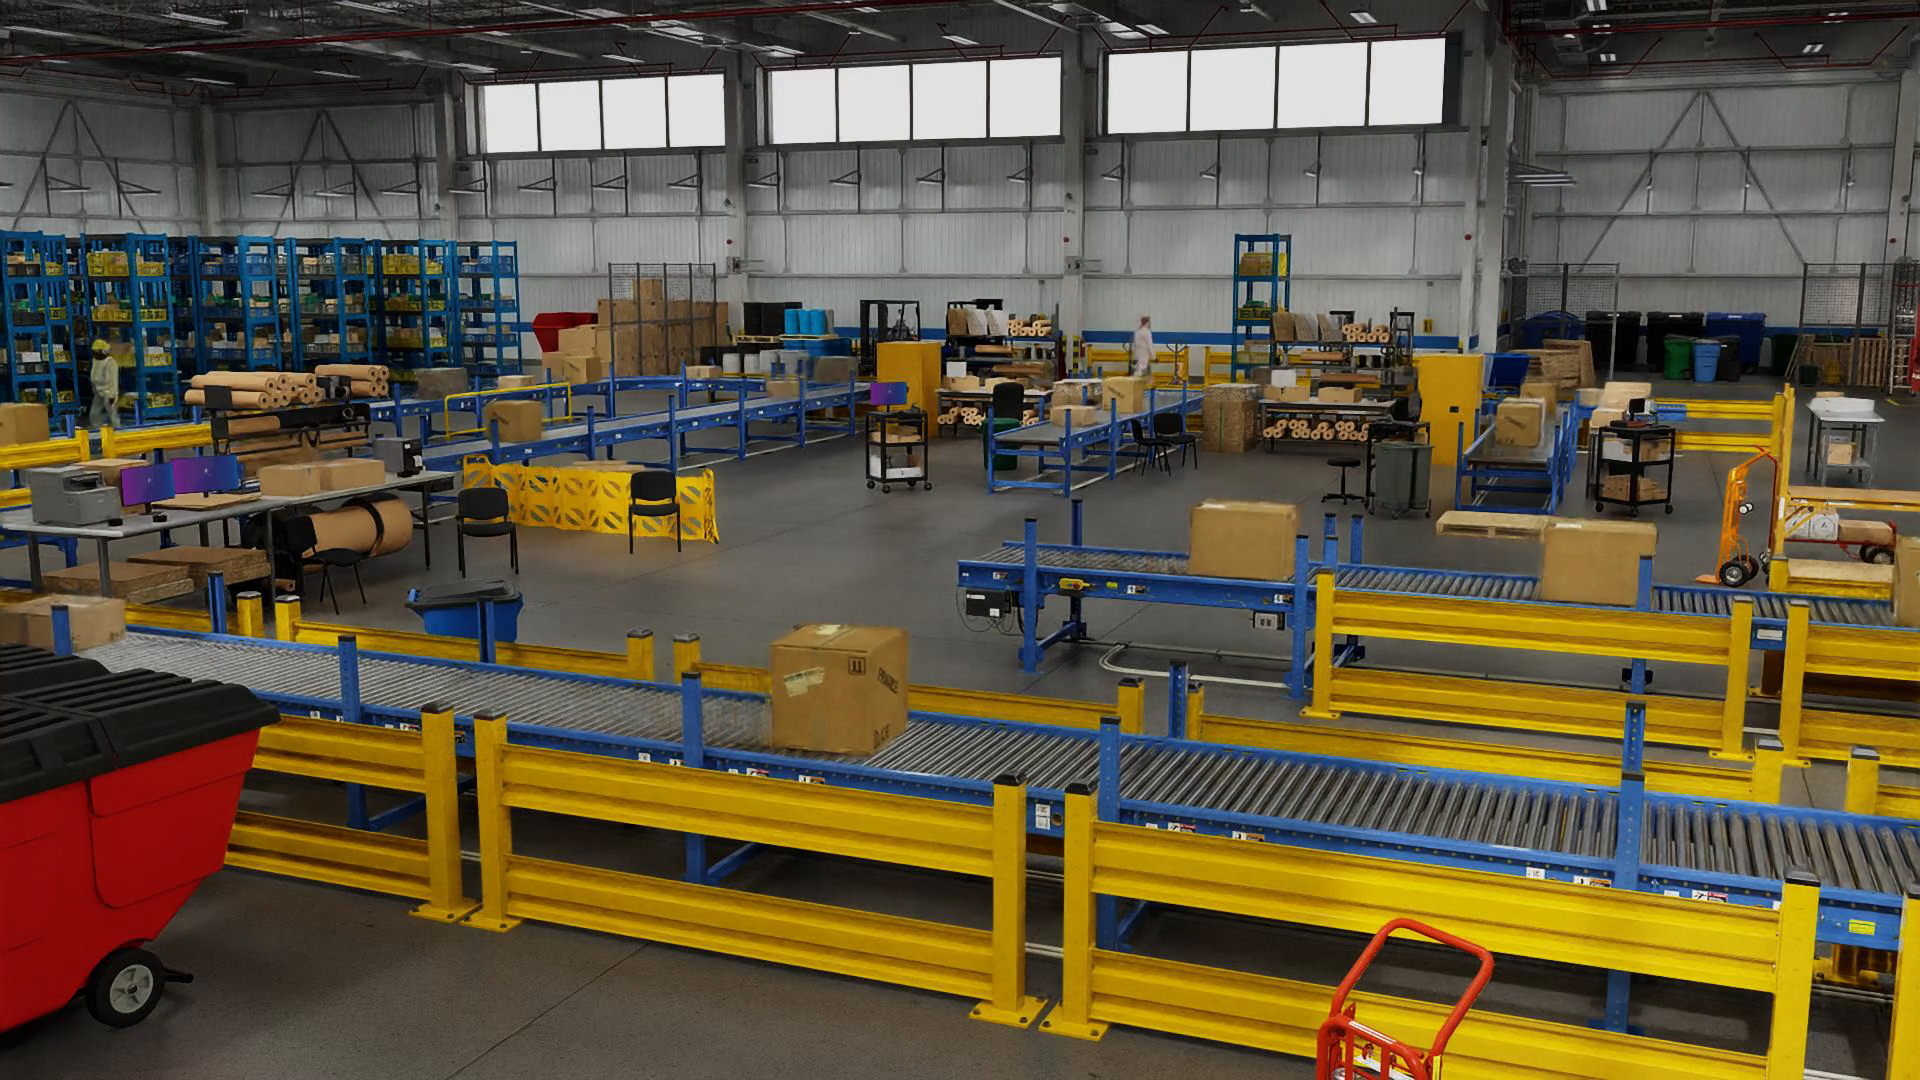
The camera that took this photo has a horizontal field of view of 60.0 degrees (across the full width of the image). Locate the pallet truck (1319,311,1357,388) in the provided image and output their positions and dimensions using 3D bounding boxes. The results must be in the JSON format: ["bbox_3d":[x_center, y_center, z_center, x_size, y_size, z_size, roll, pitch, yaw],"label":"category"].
[{"bbox_3d":[9.071,-4.419,39.190,0.823,1.965,1.885,5,10,26],"label":"pallet truck"}]

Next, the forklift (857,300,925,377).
[{"bbox_3d":[-1.732,-5.109,42.468,1.157,1.987,2.680,4,10,22],"label":"forklift"}]

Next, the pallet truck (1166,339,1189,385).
[{"bbox_3d":[5.418,-4.269,40.420,0.704,1.261,1.522,3,10,20],"label":"pallet truck"}]

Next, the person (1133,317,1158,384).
[{"bbox_3d":[4.288,-4.265,38.712,1.009,1.859,0.643,-2,10,-14],"label":"person"}]

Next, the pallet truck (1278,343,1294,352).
[{"bbox_3d":[7.886,-4.163,39.743,0.653,1.274,1.630,4,10,22],"label":"pallet truck"}]

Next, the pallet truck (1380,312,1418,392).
[{"bbox_3d":[10.207,-4.283,38.369,0.823,1.965,1.885,3,10,20],"label":"pallet truck"}]

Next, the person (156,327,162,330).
[{"bbox_3d":[-17.853,-3.988,37.097,0.571,1.831,0.408,-6,11,-34],"label":"person"}]

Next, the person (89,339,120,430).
[{"bbox_3d":[-14.281,-2.420,27.611,0.620,1.815,0.610,5,11,29],"label":"person"}]

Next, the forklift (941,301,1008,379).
[{"bbox_3d":[0.365,-4.966,41.571,1.157,1.987,2.680,3,10,20],"label":"forklift"}]

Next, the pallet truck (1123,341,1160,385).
[{"bbox_3d":[4.445,-4.380,41.279,0.680,1.201,1.601,4,10,22],"label":"pallet truck"}]
